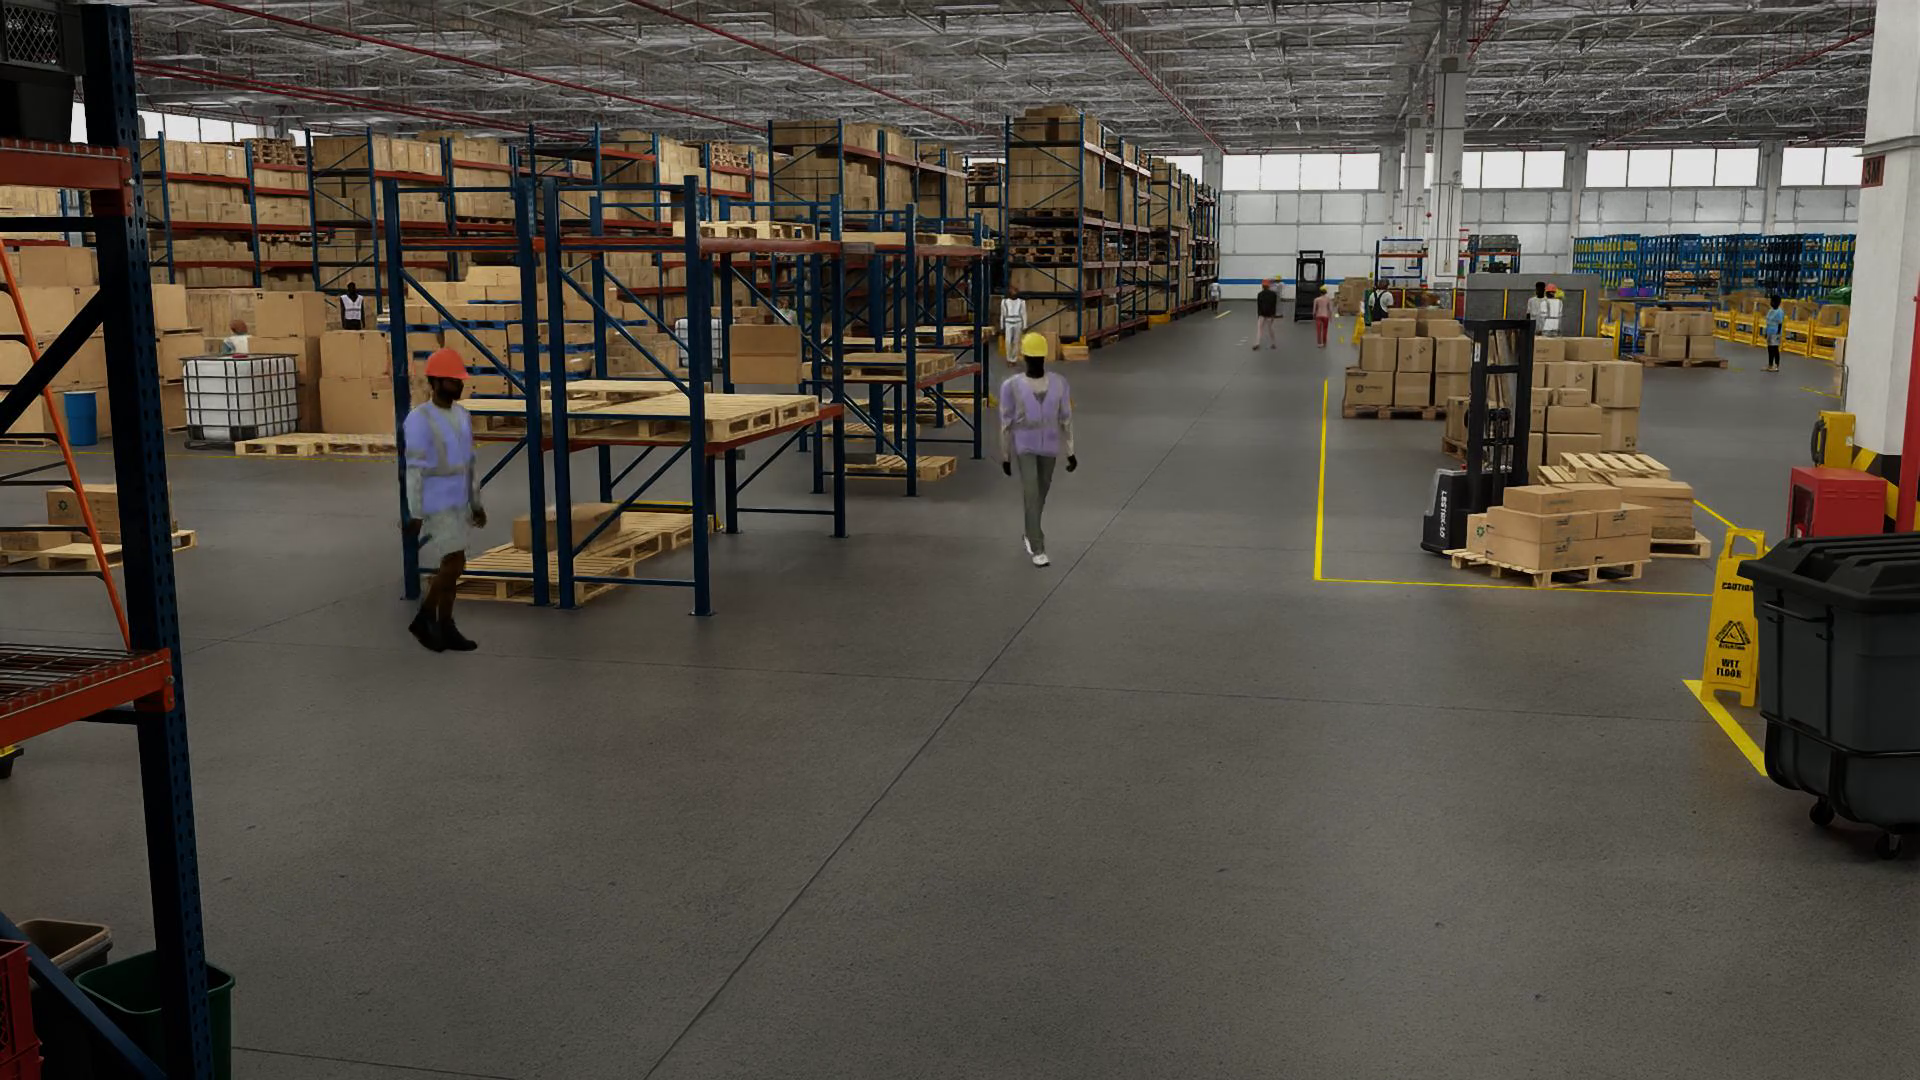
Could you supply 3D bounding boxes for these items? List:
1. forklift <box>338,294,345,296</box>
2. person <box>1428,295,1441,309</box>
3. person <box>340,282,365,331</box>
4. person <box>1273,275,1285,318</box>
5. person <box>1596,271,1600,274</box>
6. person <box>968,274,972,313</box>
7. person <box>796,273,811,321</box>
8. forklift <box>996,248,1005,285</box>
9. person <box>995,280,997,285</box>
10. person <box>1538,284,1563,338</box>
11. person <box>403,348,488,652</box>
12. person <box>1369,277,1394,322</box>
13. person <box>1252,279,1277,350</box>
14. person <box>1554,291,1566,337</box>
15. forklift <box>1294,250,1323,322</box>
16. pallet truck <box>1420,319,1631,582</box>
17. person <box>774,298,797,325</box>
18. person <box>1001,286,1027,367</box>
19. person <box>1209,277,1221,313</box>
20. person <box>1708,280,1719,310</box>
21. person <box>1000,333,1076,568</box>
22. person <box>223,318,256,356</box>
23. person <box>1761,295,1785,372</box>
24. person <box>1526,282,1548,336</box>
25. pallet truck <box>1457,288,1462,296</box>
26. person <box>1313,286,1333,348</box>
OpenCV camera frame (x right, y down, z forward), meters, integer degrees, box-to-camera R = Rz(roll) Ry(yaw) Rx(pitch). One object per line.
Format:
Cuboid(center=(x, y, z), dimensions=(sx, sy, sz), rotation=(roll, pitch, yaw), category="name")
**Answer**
Cuboid(center=(-18.850, -7.681, 51.693), dimensions=(1.129, 2.768, 1.873), rotation=(2, 10, 12), category="forklift")
Cuboid(center=(11.737, -5.235, 40.991), dimensions=(0.529, 1.589, 0.825), rotation=(-9, 13, -44), category="person")
Cuboid(center=(-15.079, -5.441, 41.304), dimensions=(0.592, 1.910, 0.385), rotation=(-8, 13, -40), category="person")
Cuboid(center=(13.445, -10.277, 70.205), dimensions=(0.404, 1.826, 0.593), rotation=(-7, 12, -34), category="person")
Cuboid(center=(33.869, -13.344, 88.283), dimensions=(0.384, 1.845, 0.565), rotation=(-1, 10, -6), category="person")
Cuboid(center=(0.588, -11.353, 76.532), dimensions=(0.600, 1.832, 0.404), rotation=(-2, 10, -13), category="person")
Cuboid(center=(-6.167, -9.595, 65.590), dimensions=(0.702, 2.017, 0.605), rotation=(2, 10, 9), category="person")
Cuboid(center=(1.635, -7.964, 53.368), dimensions=(1.129, 2.768, 1.873), rotation=(2, 10, 12), category="forklift")
Cuboid(center=(1.455, -9.117, 63.738), dimensions=(0.548, 1.670, 0.551), rotation=(-1, 10, -9), category="person")
Cuboid(center=(13.031, -4.696, 36.802), dimensions=(0.551, 1.935, 0.375), rotation=(-4, 10, -21), category="person")
Cuboid(center=(-3.201, -0.234, 10.418), dimensions=(0.412, 1.923, 0.541), rotation=(3, 10, 15), category="person")
Cuboid(center=(10.459, -5.467, 41.060), dimensions=(0.538, 2.000, 0.685), rotation=(-7, 12, -37), category="person")
Cuboid(center=(8.425, -6.180, 45.614), dimensions=(0.635, 1.942, 1.038), rotation=(8, 12, 38), category="person")
Cuboid(center=(13.817, -4.926, 38.716), dimensions=(0.531, 1.745, 0.681), rotation=(-9, 13, -43), category="person")
Cuboid(center=(13.778, -10.002, 65.433), dimensions=(1.129, 2.768, 1.873), rotation=(2, 10, 12), category="forklift")
Cuboid(center=(4.543, -0.757, 13.299), dimensions=(0.823, 1.965, 1.885), rotation=(-4, 10, -22), category="pallet truck")
Cuboid(center=(-3.832, -4.516, 36.642), dimensions=(0.547, 1.618, 0.524), rotation=(-1, 10, -4), category="person")
Cuboid(center=(1.245, -4.891, 38.202), dimensions=(0.600, 1.842, 0.922), rotation=(-1, 10, -3), category="person")
Cuboid(center=(11.671, -11.202, 76.148), dimensions=(0.534, 1.663, 0.865), rotation=(1, 10, 6), category="person")
Cuboid(center=(34.883, -11.425, 77.025), dimensions=(0.656, 1.807, 0.504), rotation=(-5, 11, -26), category="person")
Cuboid(center=(0.612, -0.769, 13.701), dimensions=(0.583, 1.889, 0.961), rotation=(-3, 10, -17), category="person")
Cuboid(center=(-10.447, -2.427, 24.305), dimensions=(0.520, 1.610, 0.477), rotation=(-6, 11, -33), category="person")
Cuboid(center=(17.952, -4.550, 36.682), dimensions=(0.319, 1.693, 0.533), rotation=(0, 10, -1), category="person")
Cuboid(center=(13.213, -4.909, 37.979), dimensions=(0.607, 1.966, 0.367), rotation=(8, 12, 38), category="person")
Cuboid(center=(20.506, -9.785, 68.819), dimensions=(0.653, 1.274, 1.630), rotation=(2, 10, 12), category="pallet truck")
Cuboid(center=(10.146, -6.237, 46.574), dimensions=(0.535, 1.720, 0.893), rotation=(2, 10, 12), category="person")
